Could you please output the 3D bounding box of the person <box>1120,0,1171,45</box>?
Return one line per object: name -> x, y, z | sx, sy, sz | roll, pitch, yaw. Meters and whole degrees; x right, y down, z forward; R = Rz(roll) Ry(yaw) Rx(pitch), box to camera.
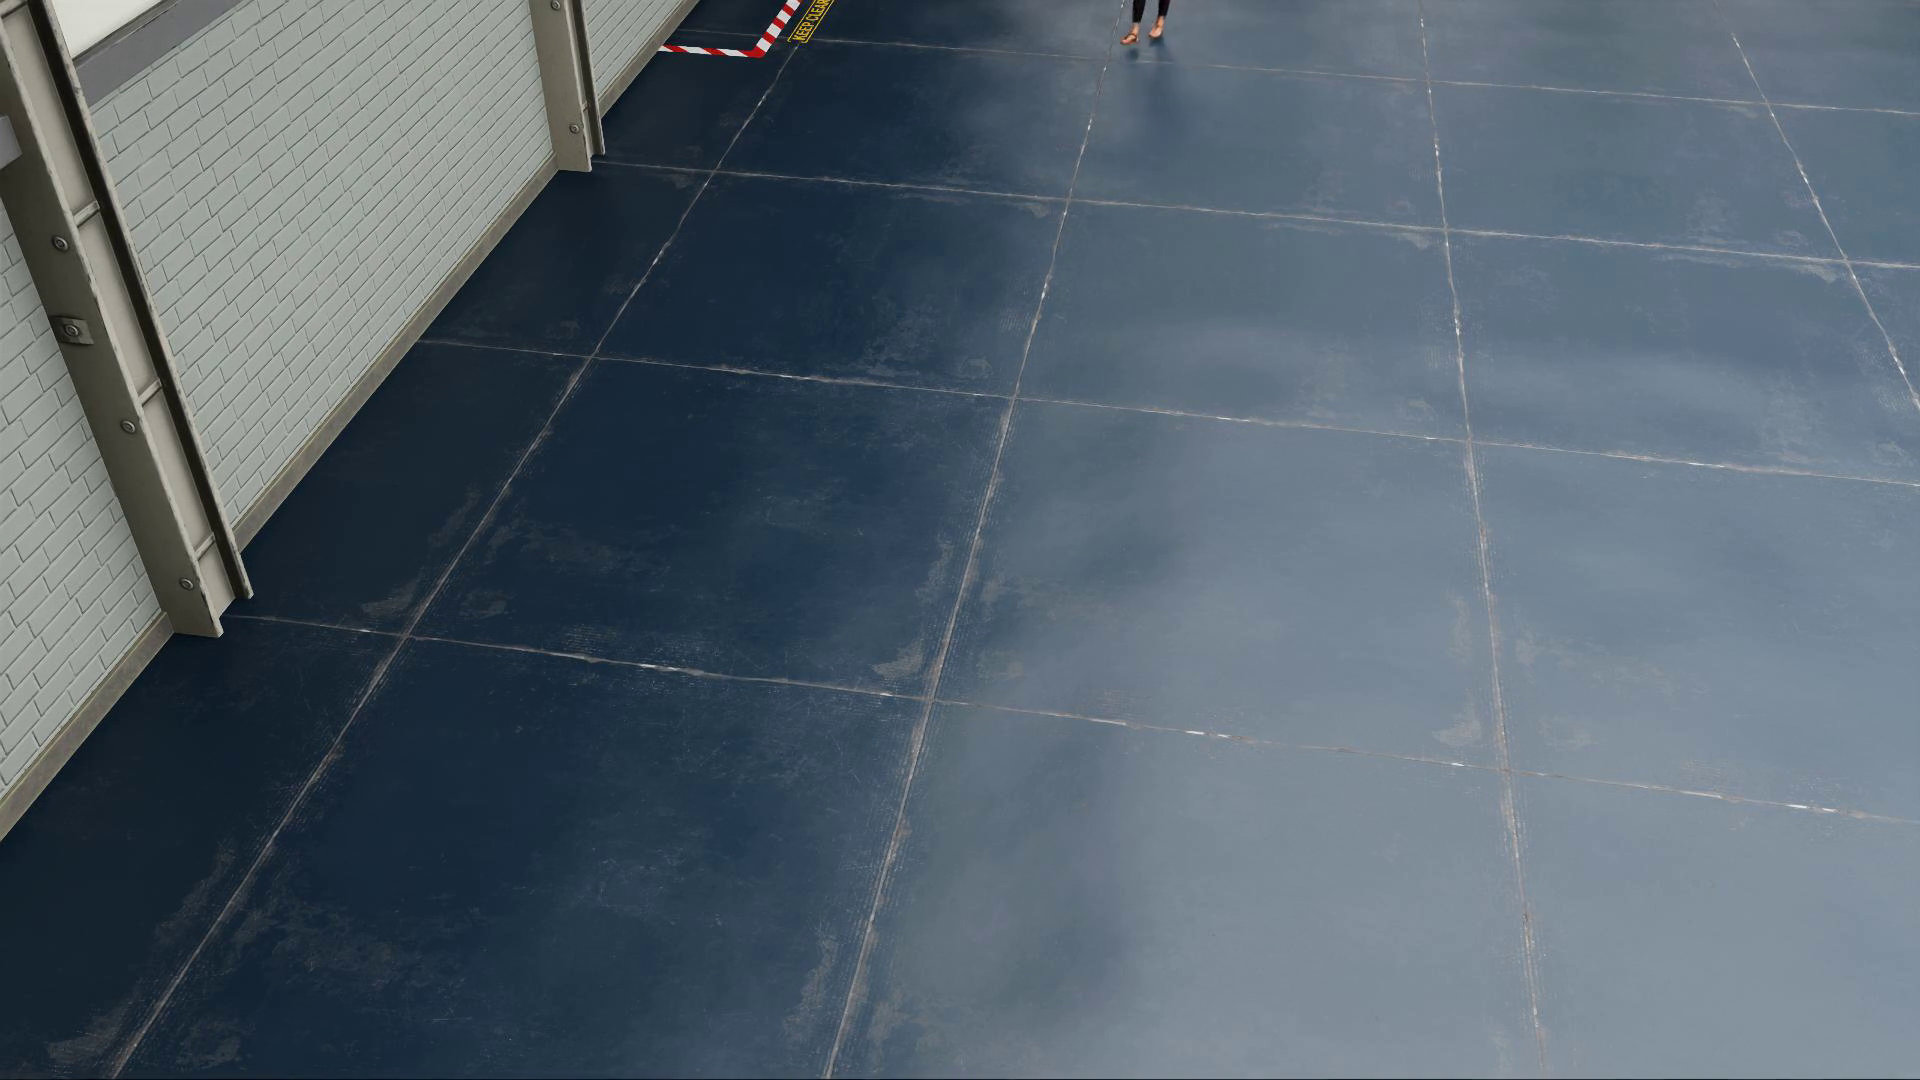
person -> 1.928, -5.655, 15.776 | 0.853, 1.802, 1.040 | 20, 42, 24
